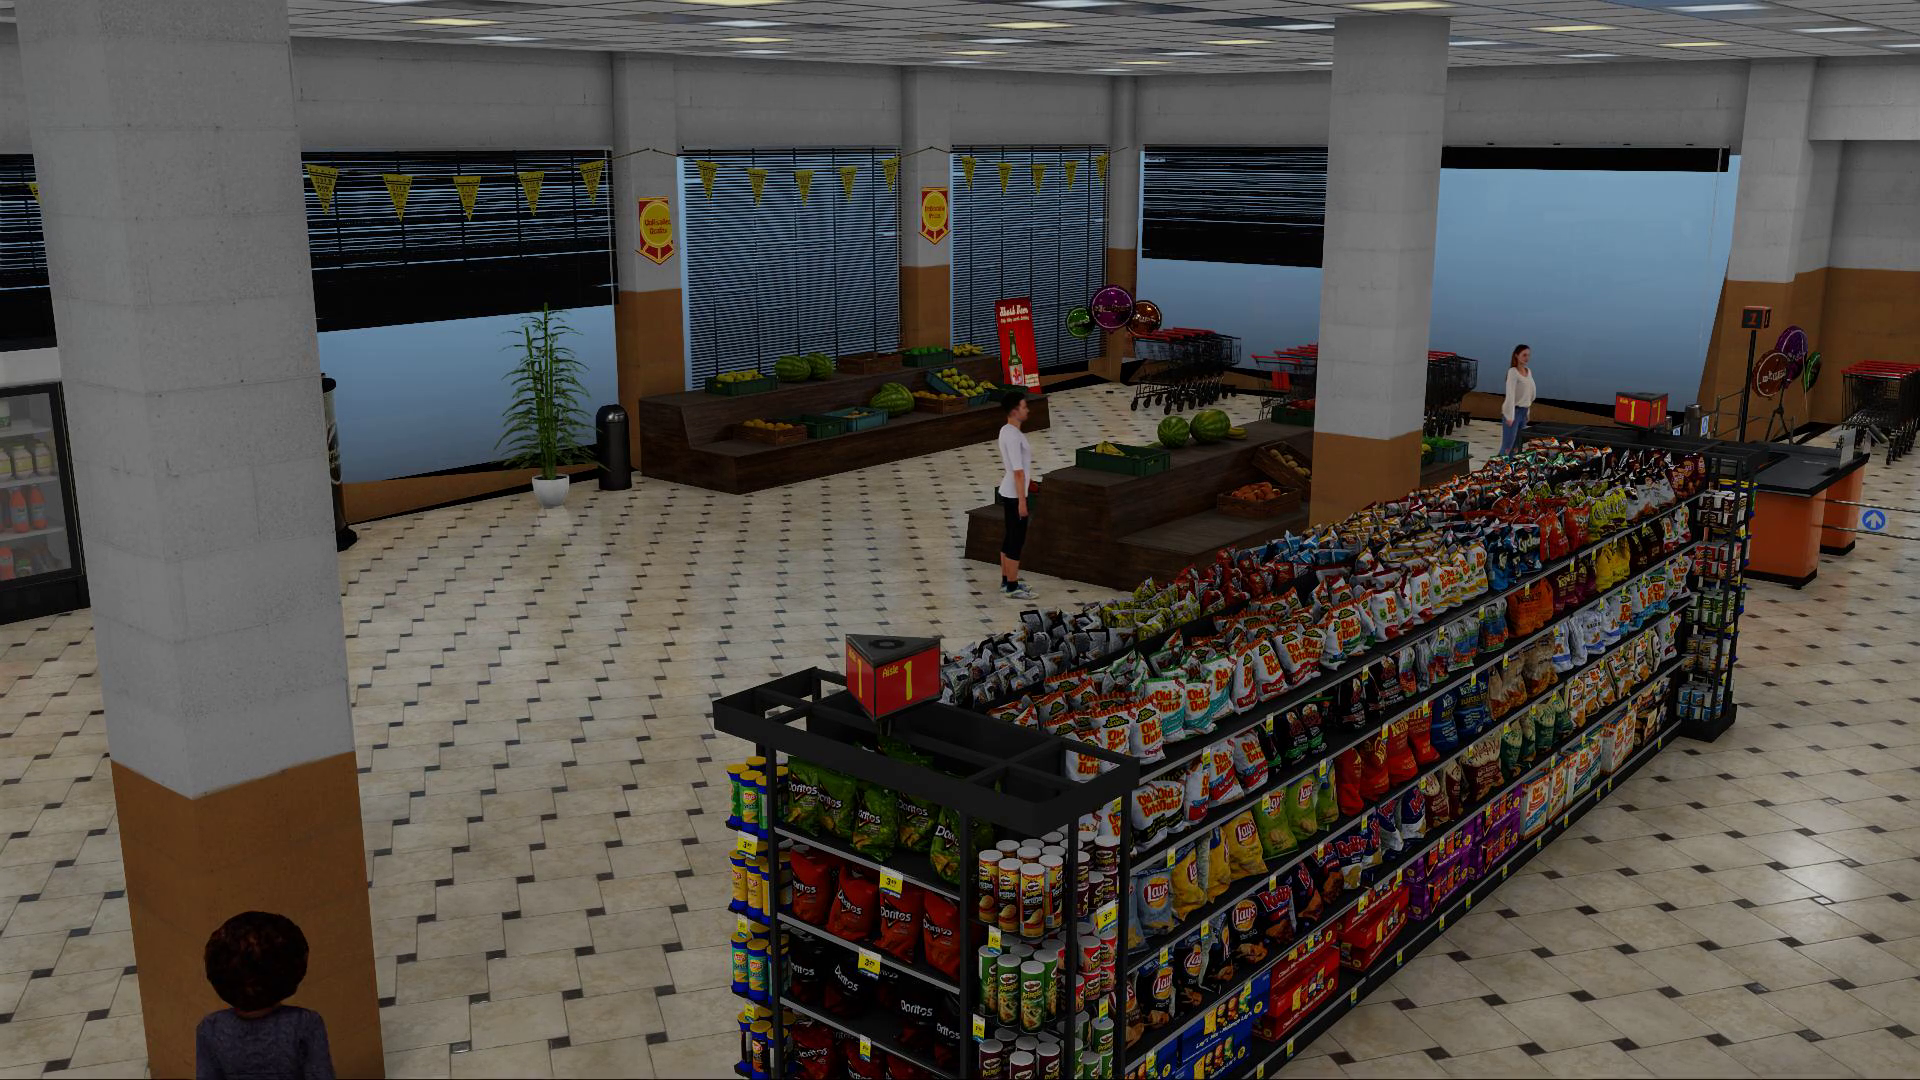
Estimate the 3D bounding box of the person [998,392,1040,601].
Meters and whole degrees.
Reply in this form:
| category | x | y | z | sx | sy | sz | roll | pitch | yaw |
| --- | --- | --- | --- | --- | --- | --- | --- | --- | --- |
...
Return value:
| category | x | y | z | sx | sy | sz | roll | pitch | yaw |
| --- | --- | --- | --- | --- | --- | --- | --- | --- | --- |
| person | 0.485 | -0.409 | 14.879 | 0.795 | 1.852 | 0.746 | -2 | 14 | -7 |

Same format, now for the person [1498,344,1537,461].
| category | x | y | z | sx | sy | sz | roll | pitch | yaw |
| --- | --- | --- | --- | --- | --- | --- | --- | --- | --- |
| person | 6.523 | -1.454 | 19.526 | 0.526 | 1.692 | 0.706 | -12 | 18 | -41 |

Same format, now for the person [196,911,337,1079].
| category | x | y | z | sx | sy | sz | roll | pitch | yaw |
| --- | --- | --- | --- | --- | --- | --- | --- | --- | --- |
| person | -2.171 | 2.013 | 5.226 | 0.913 | 1.695 | 0.981 | -1 | 14 | -3 |
